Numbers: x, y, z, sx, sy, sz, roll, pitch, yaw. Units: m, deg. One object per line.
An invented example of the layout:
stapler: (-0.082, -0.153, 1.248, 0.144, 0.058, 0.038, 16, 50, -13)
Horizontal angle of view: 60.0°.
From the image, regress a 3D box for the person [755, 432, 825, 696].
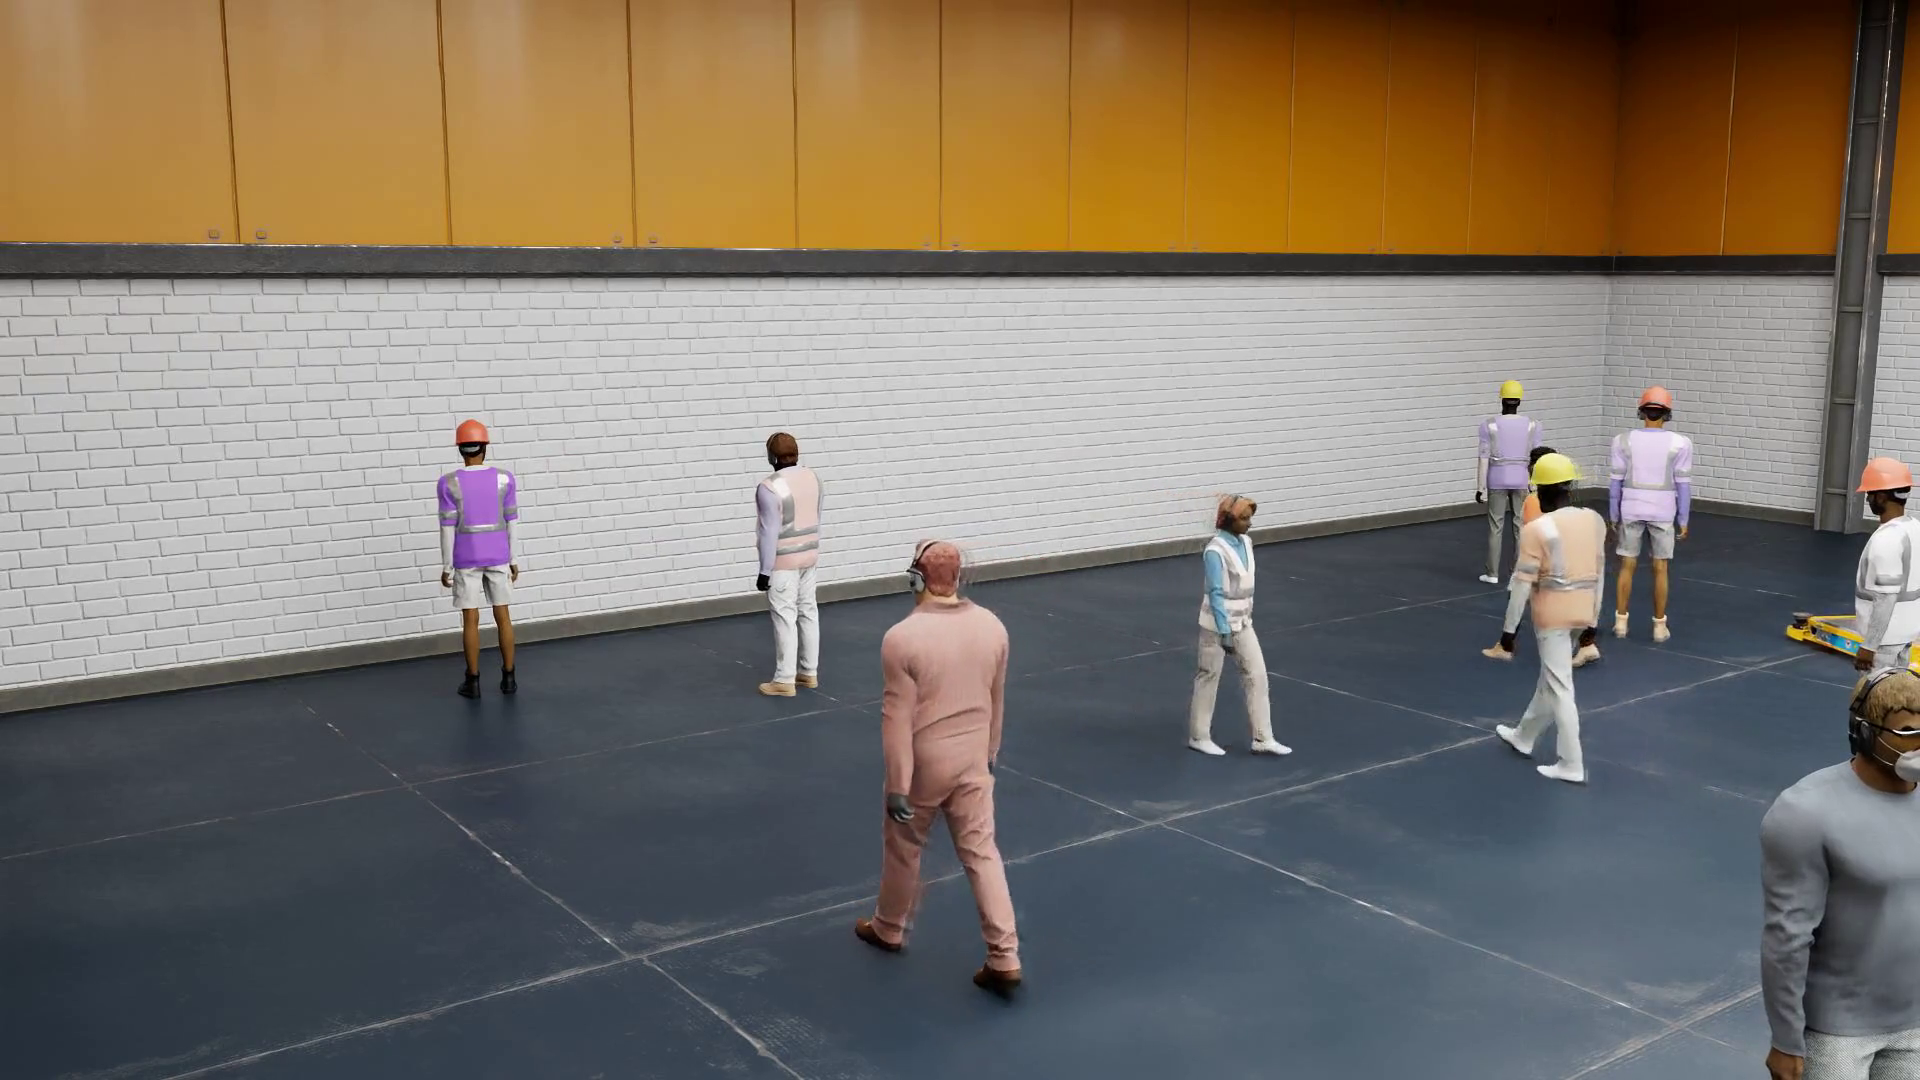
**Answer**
person: (-1.208, 0.166, 11.585, 0.430, 1.841, 0.624, 6, 11, 33)

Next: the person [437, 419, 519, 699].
person: (-3.328, 0.132, 11.514, 0.542, 1.930, 0.374, -5, 10, -27)

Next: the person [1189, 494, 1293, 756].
person: (1.697, 0.536, 9.977, 0.741, 1.609, 0.535, 7, 12, 37)

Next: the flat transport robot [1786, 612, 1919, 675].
flat transport robot: (7.021, 0.776, 12.641, 0.652, 0.197, 1.431, -1, 9, -7)

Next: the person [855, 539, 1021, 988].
person: (-0.065, 0.916, 6.925, 0.662, 1.861, 1.005, -7, 11, -35)

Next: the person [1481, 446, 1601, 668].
person: (4.369, 0.130, 12.355, 0.533, 1.663, 0.865, -9, 13, -43)

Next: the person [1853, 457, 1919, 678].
person: (5.084, 0.507, 9.198, 0.374, 1.930, 0.542, 9, 13, 43)

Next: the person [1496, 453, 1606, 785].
person: (3.403, 0.432, 9.761, 0.604, 1.889, 0.847, -5, 10, -28)

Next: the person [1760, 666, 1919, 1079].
person: (2.394, 1.280, 4.403, 0.630, 1.940, 0.372, -3, 10, -17)

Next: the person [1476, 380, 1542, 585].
person: (5.140, -0.534, 15.633, 0.597, 1.927, 0.374, 0, 9, 2)

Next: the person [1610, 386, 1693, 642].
person: (5.513, -0.210, 13.308, 0.608, 2.034, 0.398, 5, 11, 29)
